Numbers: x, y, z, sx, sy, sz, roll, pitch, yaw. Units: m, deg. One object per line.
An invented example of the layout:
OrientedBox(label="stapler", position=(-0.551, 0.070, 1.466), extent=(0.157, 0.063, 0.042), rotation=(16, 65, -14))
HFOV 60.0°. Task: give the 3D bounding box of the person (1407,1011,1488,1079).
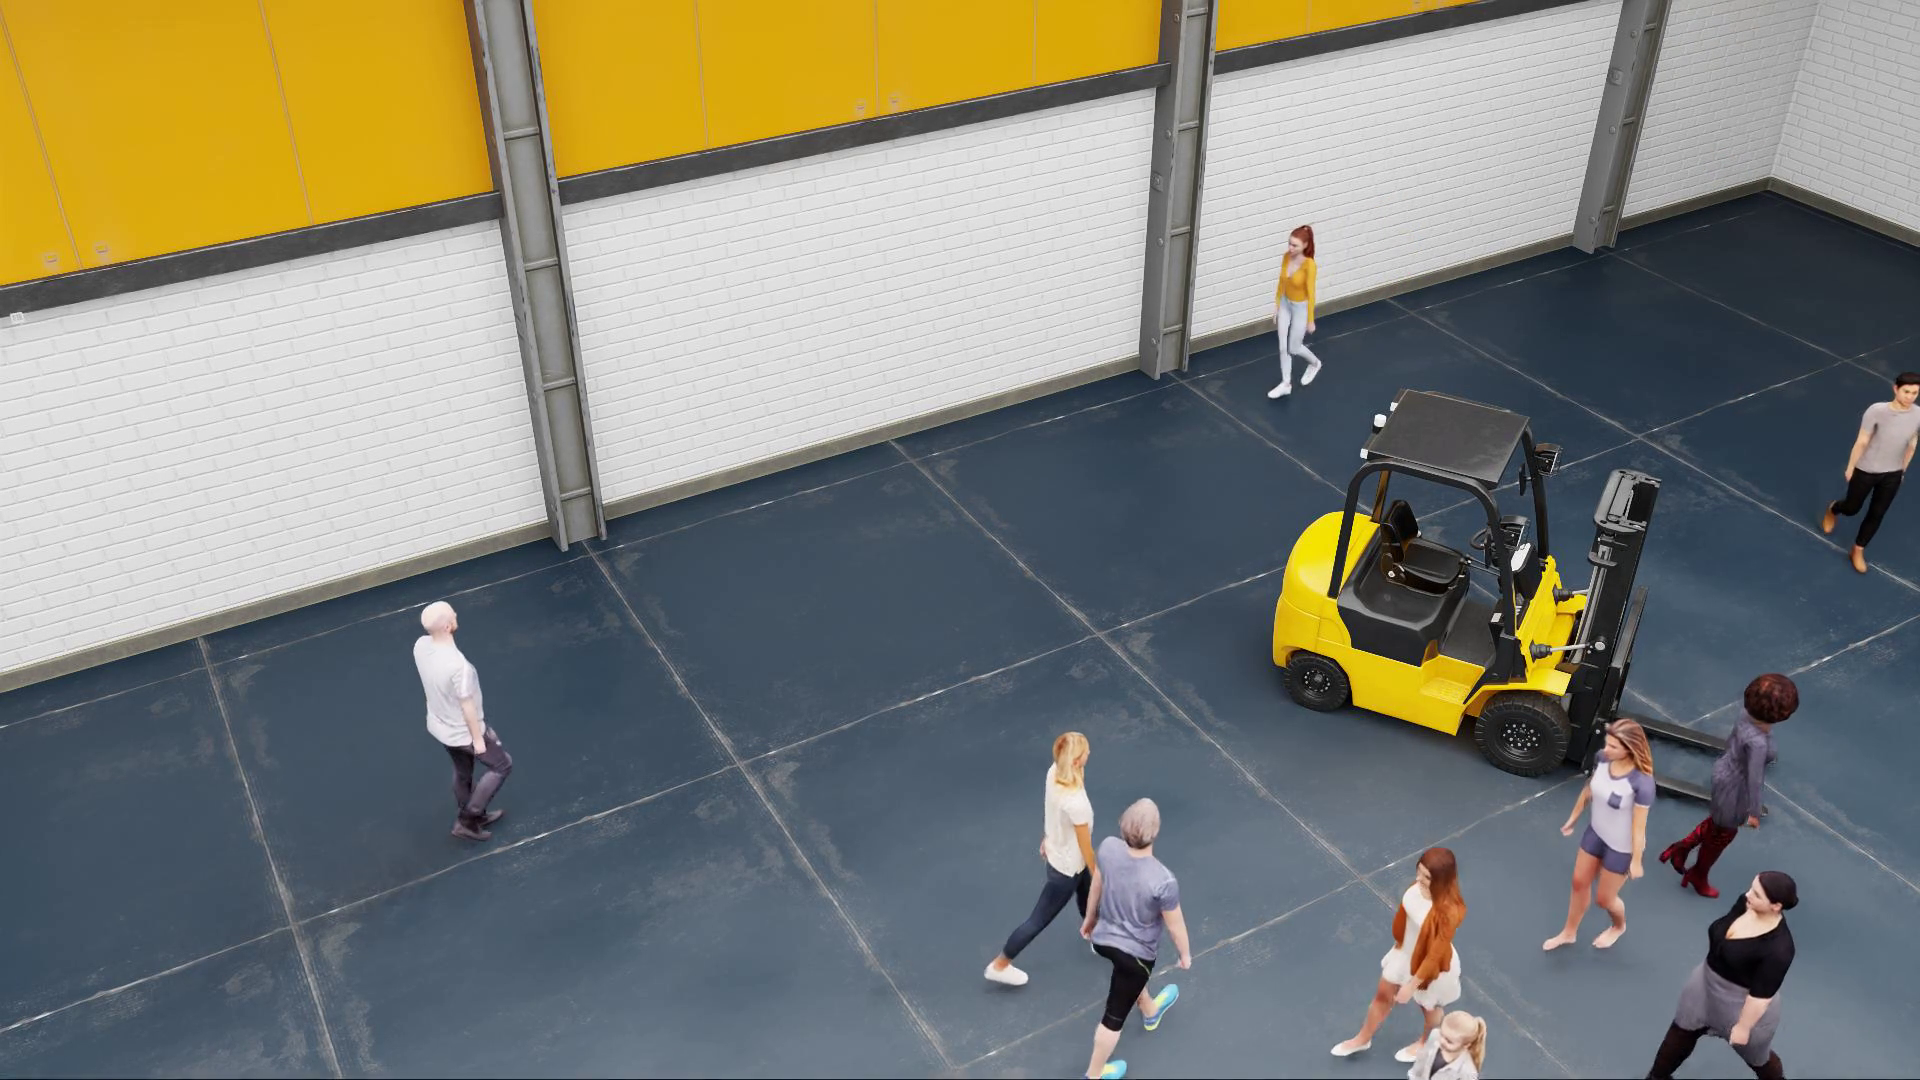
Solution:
OrientedBox(label="person", position=(2.508, 2.835, 8.472), extent=(0.636, 1.264, 0.584), rotation=(-8, 34, -11))

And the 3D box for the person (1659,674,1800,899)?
OrientedBox(label="person", position=(4.593, 1.495, 10.092), extent=(0.830, 1.703, 0.771), rotation=(10, 35, 15))

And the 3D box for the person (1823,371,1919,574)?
OrientedBox(label="person", position=(7.299, -0.608, 13.252), extent=(0.930, 1.708, 0.957), rotation=(4, 34, 6))

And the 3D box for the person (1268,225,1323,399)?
OrientedBox(label="person", position=(3.200, -2.155, 15.559), extent=(0.822, 1.731, 0.596), rotation=(-19, 38, -27))

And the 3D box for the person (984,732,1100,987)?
OrientedBox(label="person", position=(0.506, 1.869, 9.471), extent=(1.253, 1.767, 0.901), rotation=(-5, 34, -8))

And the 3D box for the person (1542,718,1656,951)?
OrientedBox(label="person", position=(3.835, 1.765, 9.687), extent=(0.803, 1.701, 0.754), rotation=(-9, 35, -13))

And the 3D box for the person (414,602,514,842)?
OrientedBox(label="person", position=(-3.208, 1.206, 10.419), extent=(0.785, 1.823, 0.804), rotation=(28, 43, 35))

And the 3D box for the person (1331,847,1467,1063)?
OrientedBox(label="person", position=(2.594, 2.245, 8.980), extent=(0.905, 1.685, 0.726), rotation=(-10, 35, -15))

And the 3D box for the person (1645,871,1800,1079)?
OrientedBox(label="person", position=(4.154, 2.412, 8.694), extent=(1.171, 1.722, 0.976), rotation=(-1, 34, -1))

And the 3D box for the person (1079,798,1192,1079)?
OrientedBox(label="person", position=(0.827, 2.215, 8.880), extent=(1.141, 1.845, 0.822), rotation=(-24, 40, -31))
